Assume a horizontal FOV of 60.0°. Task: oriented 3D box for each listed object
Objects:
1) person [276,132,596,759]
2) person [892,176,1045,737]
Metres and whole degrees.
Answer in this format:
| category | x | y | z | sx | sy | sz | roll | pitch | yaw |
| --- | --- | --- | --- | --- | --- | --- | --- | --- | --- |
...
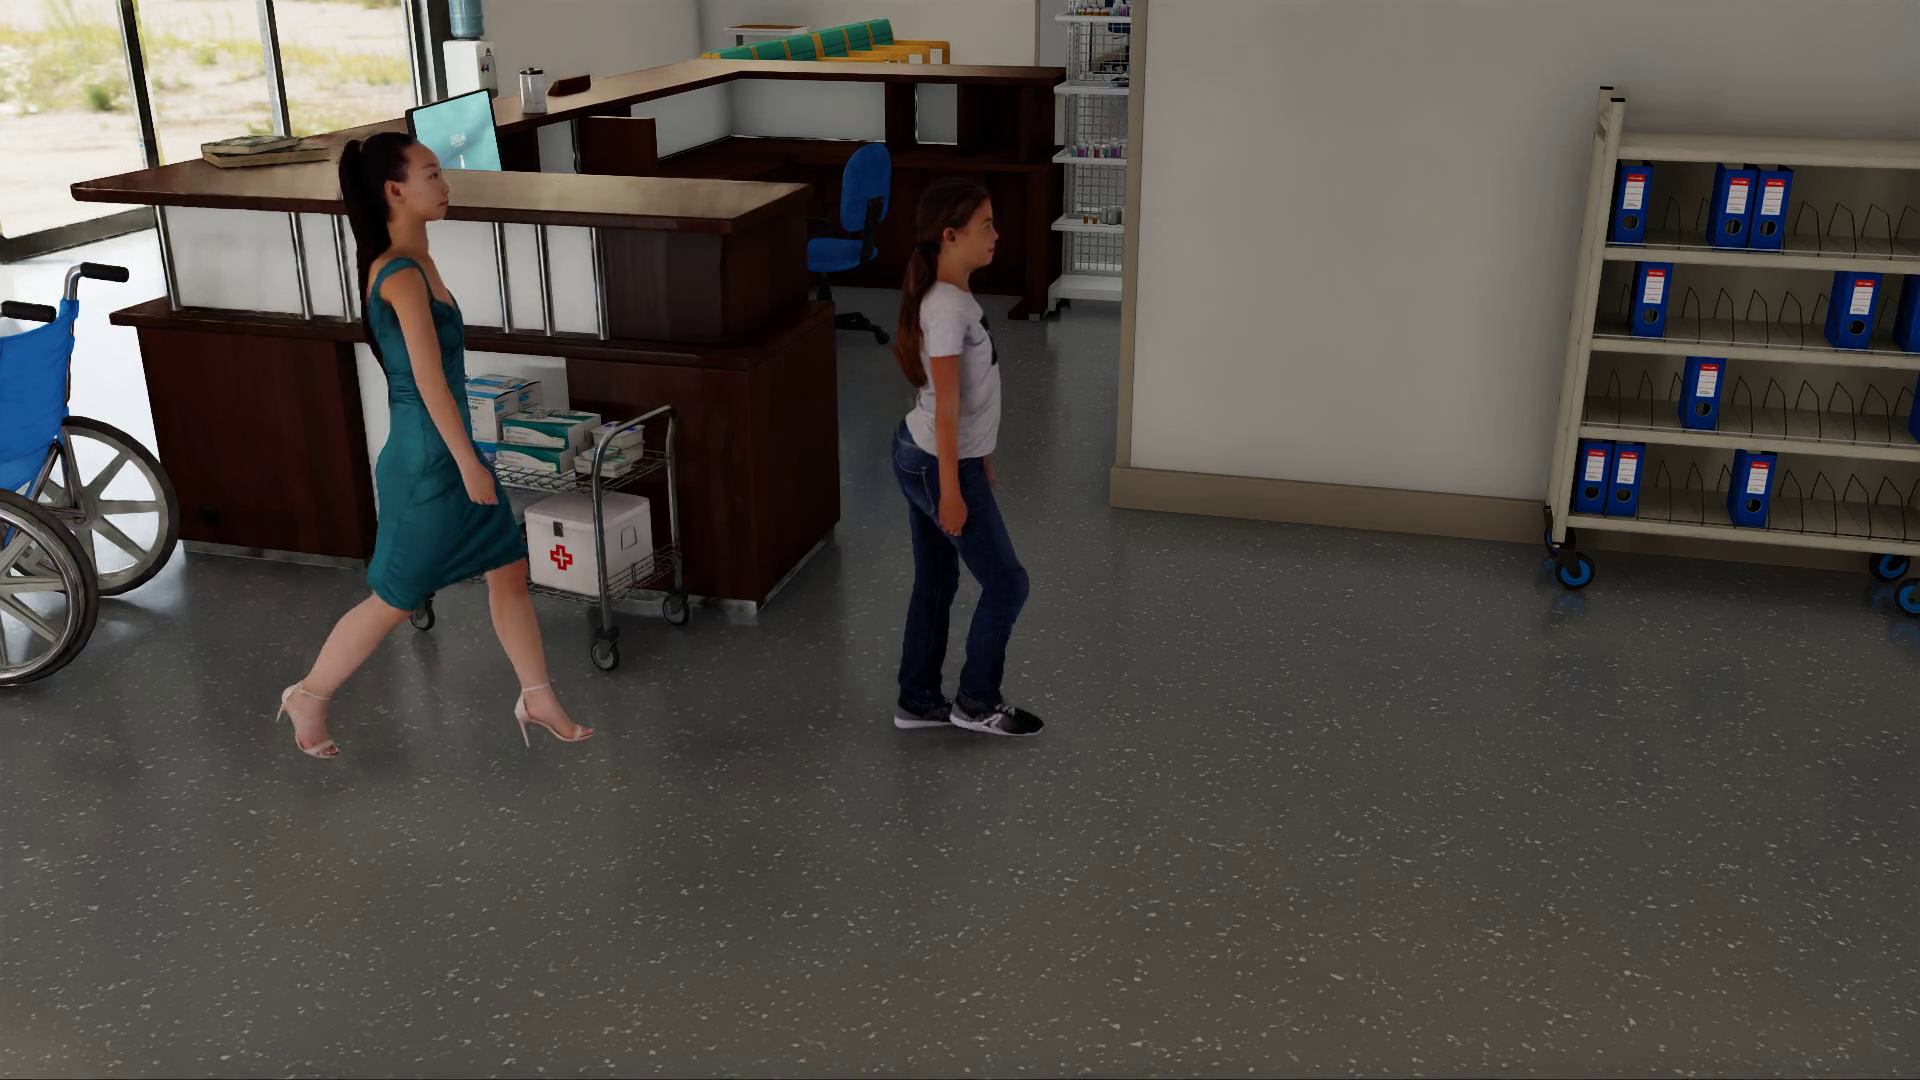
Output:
| category | x | y | z | sx | sy | sz | roll | pitch | yaw |
| --- | --- | --- | --- | --- | --- | --- | --- | --- | --- |
| person | -1.435 | -0.154 | 4.235 | 1.116 | 1.650 | 0.838 | -3 | 21 | -7 |
| person | -0.099 | -0.194 | 4.473 | 0.722 | 1.555 | 0.647 | -1 | 21 | -3 |
